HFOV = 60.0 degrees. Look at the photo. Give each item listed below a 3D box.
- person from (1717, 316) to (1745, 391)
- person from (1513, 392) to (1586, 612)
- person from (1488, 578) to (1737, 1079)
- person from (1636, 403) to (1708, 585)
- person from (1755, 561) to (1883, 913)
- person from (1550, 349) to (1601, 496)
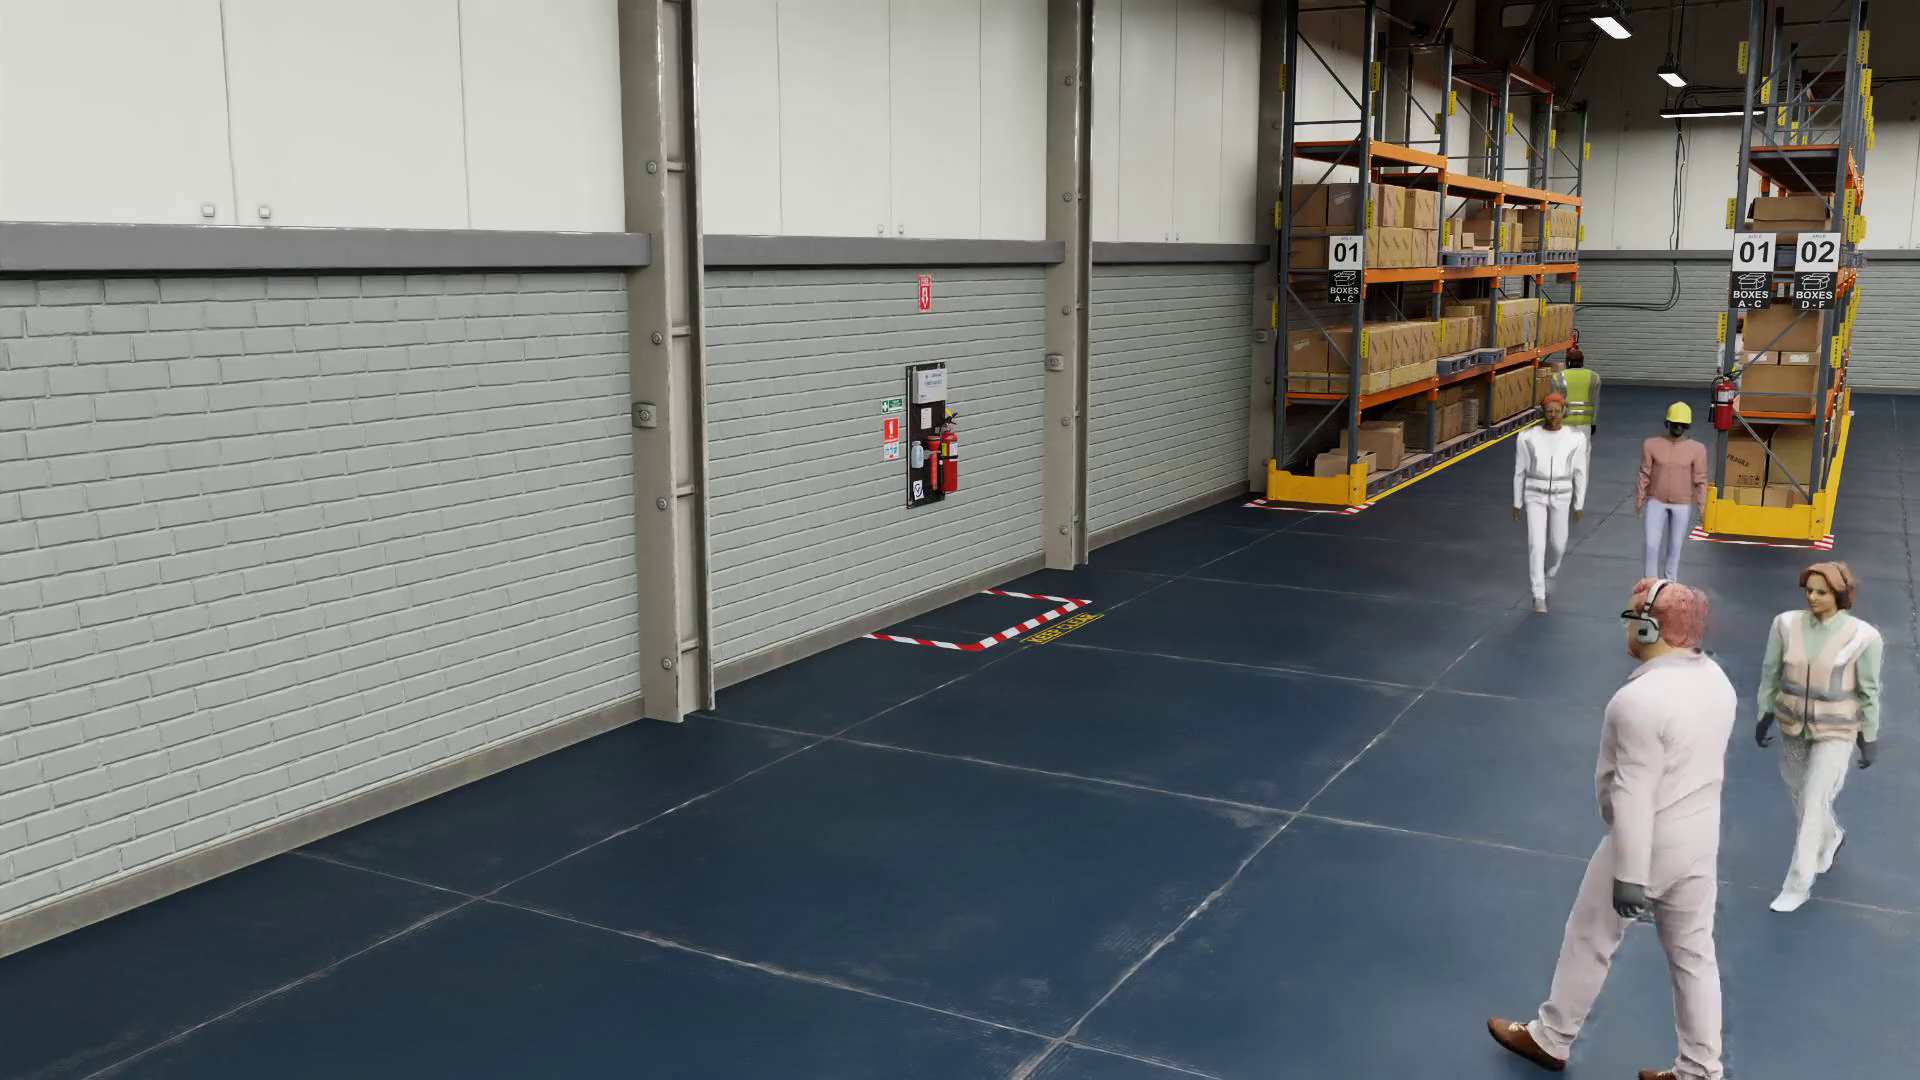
[{"bbox_3d":[14.520,-3.253,31.174,0.599,1.880,0.426,5,11,29],"label":"person"},{"bbox_3d":[5.036,-0.352,14.252,0.584,1.859,0.800,2,10,13],"label":"person"},{"bbox_3d":[2.373,1.054,5.962,0.670,1.870,0.897,-7,12,-36],"label":"person"},{"bbox_3d":[6.063,-0.291,14.170,0.553,1.743,0.669,4,10,20],"label":"person"},{"bbox_3d":[4.033,0.877,7.785,0.796,1.610,0.527,-7,12,-36],"label":"person"},{"bbox_3d":[7.671,-1.467,20.828,0.619,1.838,0.430,1,10,7],"label":"person"}]
